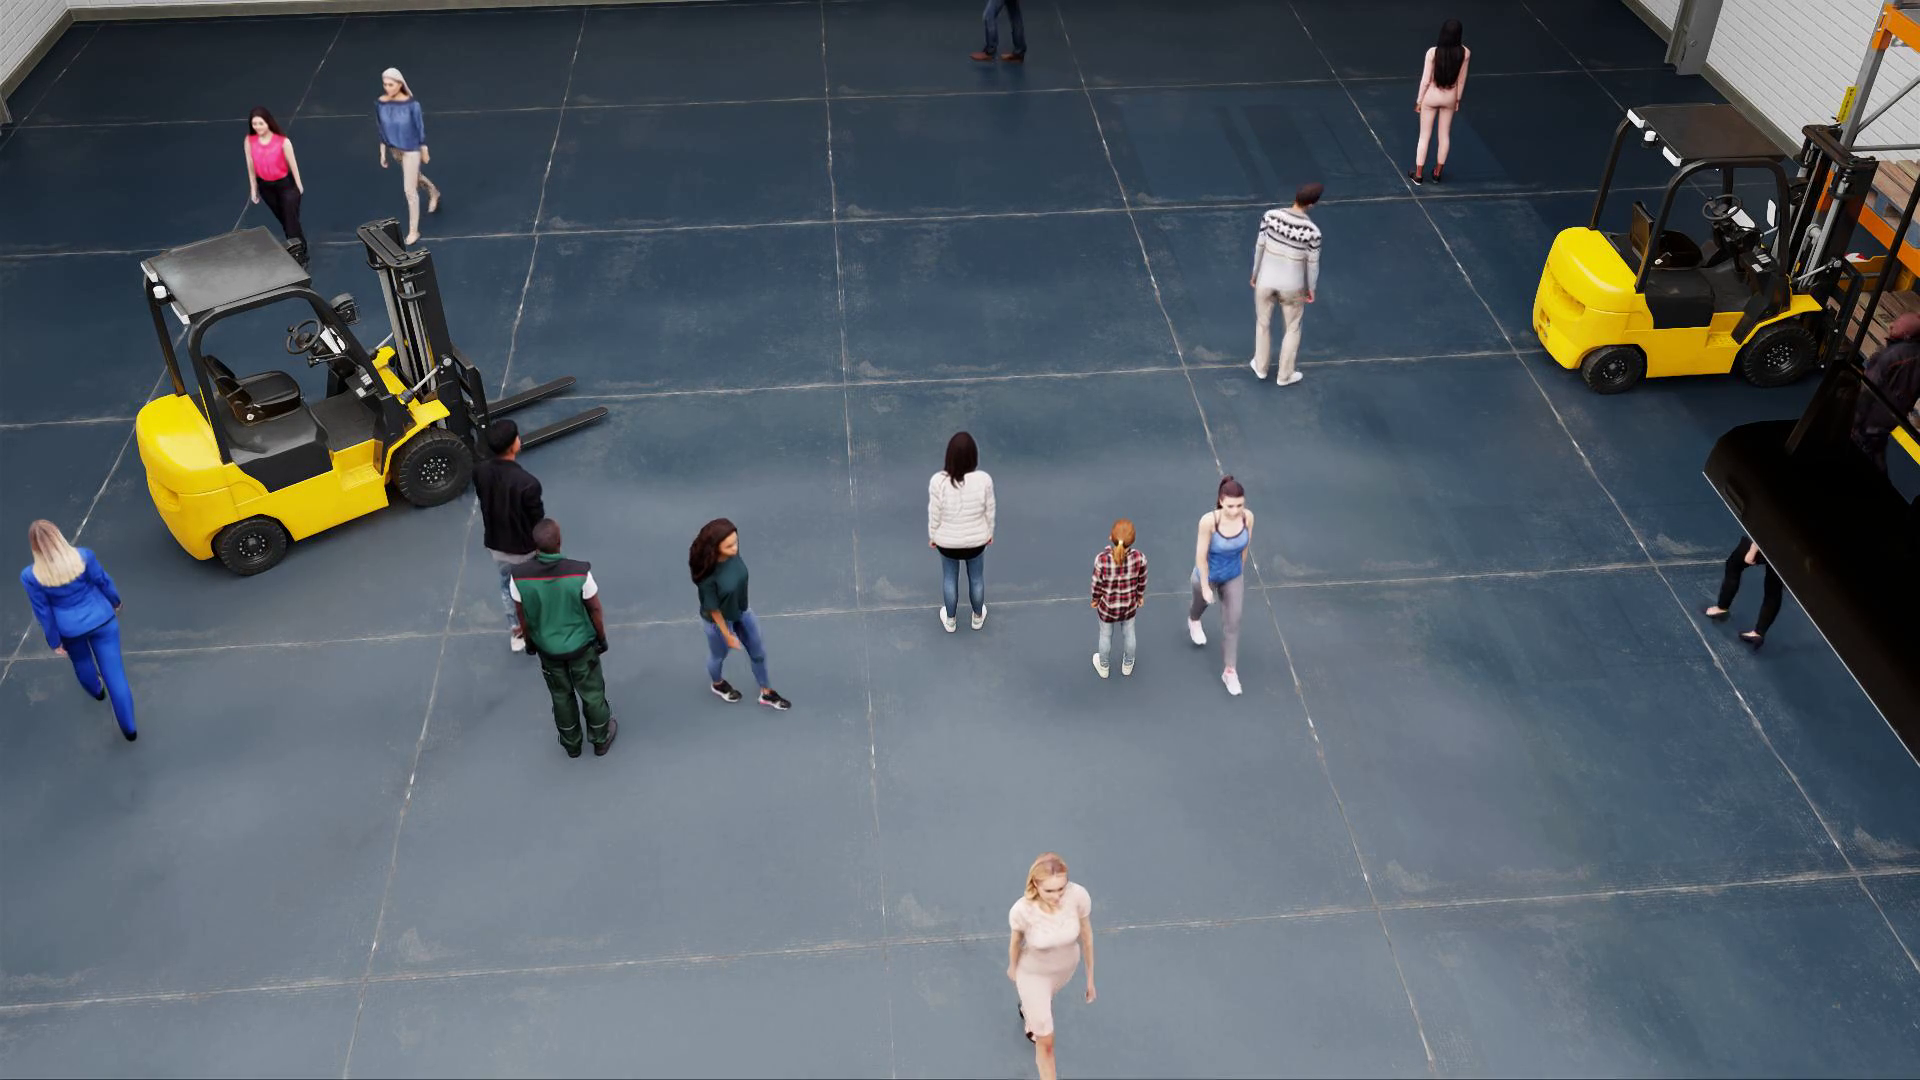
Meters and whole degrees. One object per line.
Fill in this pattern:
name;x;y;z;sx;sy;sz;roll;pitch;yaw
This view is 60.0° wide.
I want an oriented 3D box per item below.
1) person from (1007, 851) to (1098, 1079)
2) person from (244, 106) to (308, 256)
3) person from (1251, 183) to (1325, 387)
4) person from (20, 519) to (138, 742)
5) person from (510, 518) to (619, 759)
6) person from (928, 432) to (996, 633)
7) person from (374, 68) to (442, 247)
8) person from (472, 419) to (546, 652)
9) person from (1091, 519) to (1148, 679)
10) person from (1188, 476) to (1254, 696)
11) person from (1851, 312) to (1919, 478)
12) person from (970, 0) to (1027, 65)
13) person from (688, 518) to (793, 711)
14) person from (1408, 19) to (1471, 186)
person;0.432;2.164;8.634;0.756;1.766;1.181;-12;40;-15
person;-6.360;-3.291;15.584;0.685;1.616;1.093;2;39;3
person;2.692;-2.172;14.014;0.818;1.828;0.804;3;39;4
person;-5.574;0.618;10.645;0.872;1.673;1.081;-18;42;-21
person;-2.491;0.635;10.491;0.679;1.837;0.576;-2;39;-2
person;0.011;-0.046;11.504;0.609;1.638;0.540;-2;39;-2
person;-5.356;-3.804;16.197;0.891;1.654;1.253;9;39;11
person;-3.065;0.033;11.282;0.853;1.792;0.895;11;40;14
person;1.067;0.396;11.217;0.521;1.305;0.504;-2;39;-2
person;1.712;0.205;11.245;0.611;1.569;1.052;-7;39;-9
person;6.952;-0.951;12.517;0.914;1.788;0.796;-8;39;-10
person;0.631;-6.446;19.322;1.007;1.881;0.986;12;40;15
person;-1.606;0.473;10.887;0.913;1.596;0.891;22;43;25
person;4.892;-4.474;16.982;0.615;1.720;0.517;-2;39;-2
